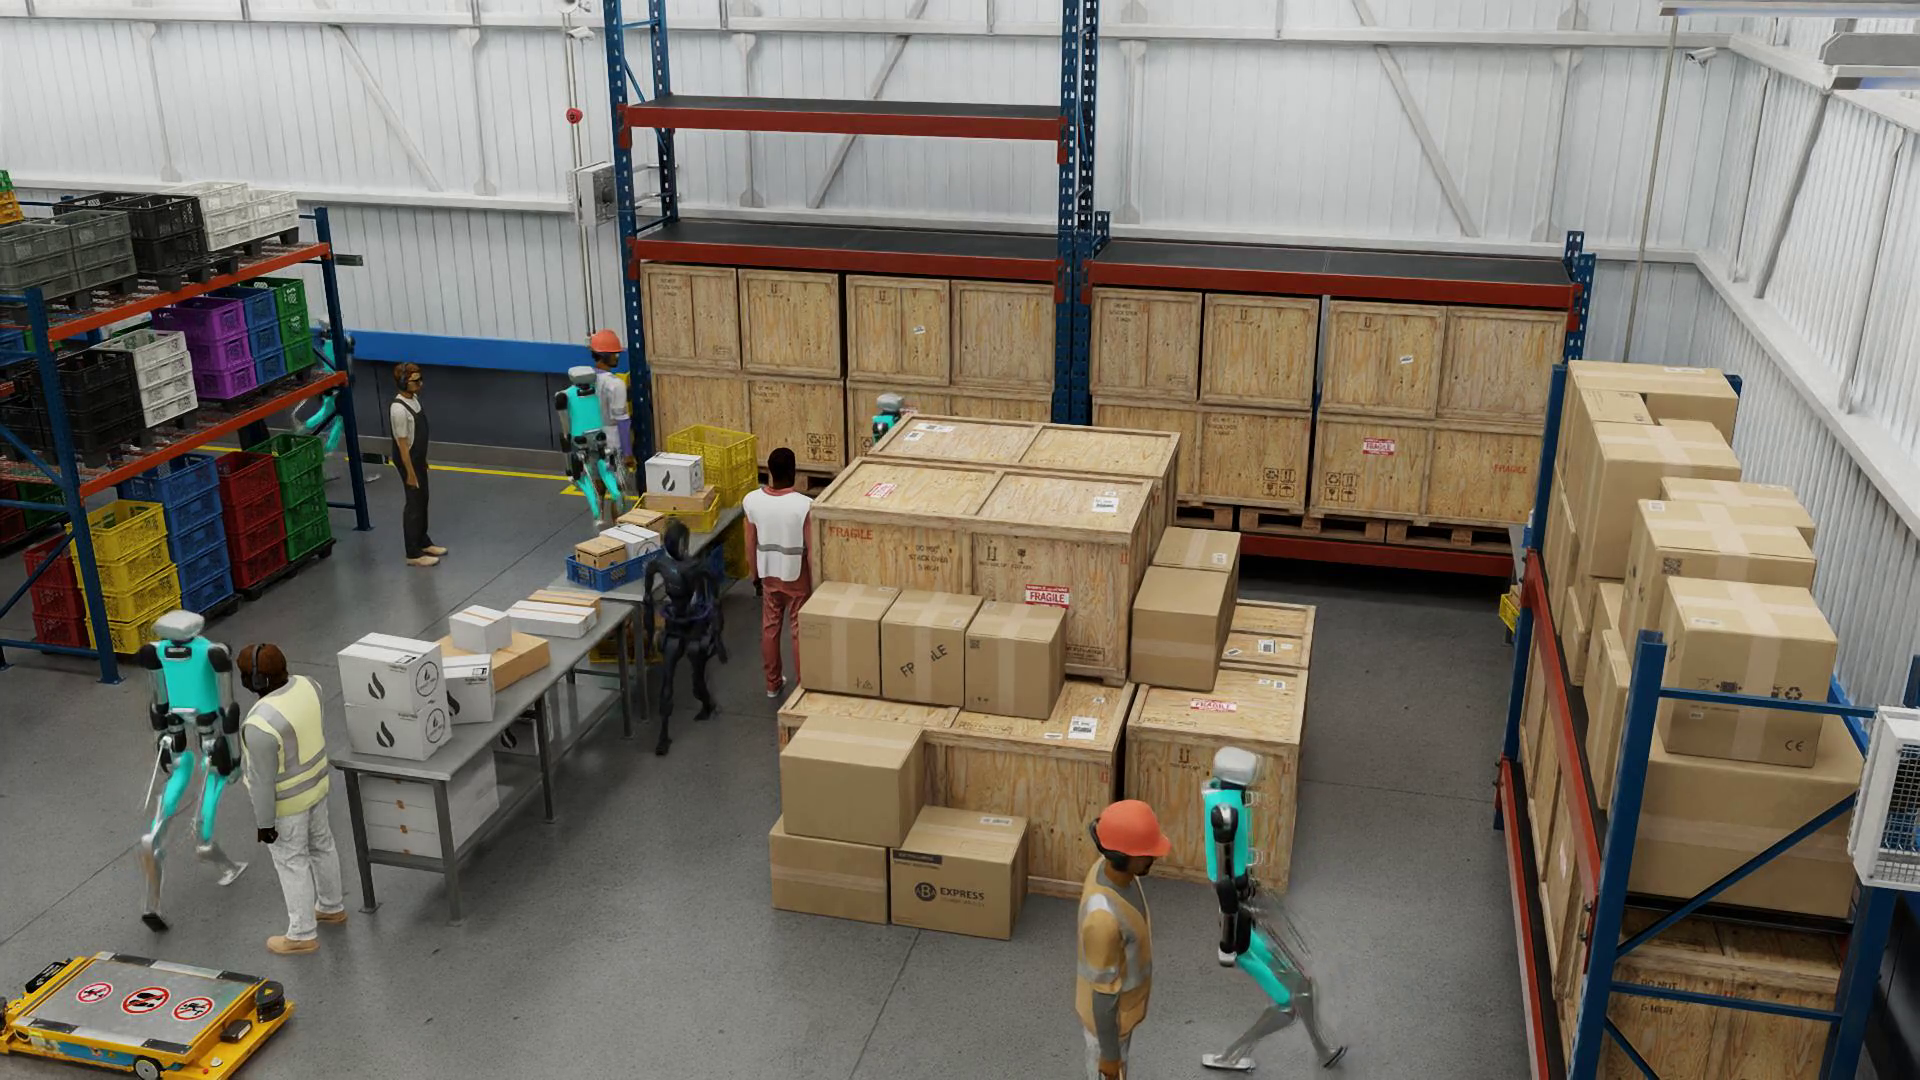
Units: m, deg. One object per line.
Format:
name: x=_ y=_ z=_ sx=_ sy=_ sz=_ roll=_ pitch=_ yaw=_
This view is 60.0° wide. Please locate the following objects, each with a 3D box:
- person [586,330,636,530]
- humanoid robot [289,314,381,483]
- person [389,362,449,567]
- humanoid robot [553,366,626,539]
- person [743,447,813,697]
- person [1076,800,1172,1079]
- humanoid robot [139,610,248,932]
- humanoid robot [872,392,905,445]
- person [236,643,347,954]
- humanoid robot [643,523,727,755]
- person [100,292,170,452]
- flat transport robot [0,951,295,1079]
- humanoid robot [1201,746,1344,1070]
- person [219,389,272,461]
person: x=-3.123 y=-0.869 z=14.842 sx=0.608 sy=2.040 sz=0.391 roll=16 pitch=26 yaw=36
humanoid robot: x=-6.281 y=-1.339 z=16.483 sx=0.548 sy=1.761 sz=0.914 roll=17 pitch=27 yaw=38
person: x=-4.784 y=-0.664 z=14.594 sx=0.345 sy=1.838 sz=0.499 roll=-2 pitch=21 yaw=-5
humanoid robot: x=-3.158 y=-0.616 z=14.552 sx=0.542 sy=1.757 sz=0.712 roll=-13 pitch=25 yaw=-31
person: x=-1.268 y=0.256 z=12.065 sx=0.587 sy=1.920 sz=0.392 roll=8 pitch=22 yaw=20
person: x=0.697 y=2.035 z=7.241 sx=0.378 sy=2.040 sz=0.613 roll=4 pitch=21 yaw=10
humanoid robot: x=-4.477 y=1.366 z=9.438 sx=0.540 sy=1.760 sz=0.959 roll=2 pitch=21 yaw=6
humanoid robot: x=-0.263 y=-0.354 z=13.939 sx=0.946 sy=1.771 sz=0.542 roll=4 pitch=21 yaw=10
person: x=-3.702 y=1.412 z=9.165 sx=0.429 sy=1.837 sz=0.622 roll=3 pitch=21 yaw=8
humanoid robot: x=-1.902 y=0.639 z=11.507 sx=0.609 sy=1.644 sz=0.733 roll=3 pitch=21 yaw=9
person: x=-8.757 y=-1.843 z=17.619 sx=0.521 sy=1.876 sz=0.325 roll=-8 pitch=22 yaw=-21
flat transport robot: x=-4.270 y=2.464 z=8.601 sx=1.431 sy=0.231 sz=0.659 roll=5 pitch=22 yaw=13
humanoid robot: x=1.571 y=1.894 z=8.133 sx=0.853 sy=1.853 sz=0.557 roll=3 pitch=21 yaw=9
person: x=-7.275 y=-1.525 z=16.802 sx=0.334 sy=1.864 sz=0.512 roll=12 pitch=24 yaw=28
